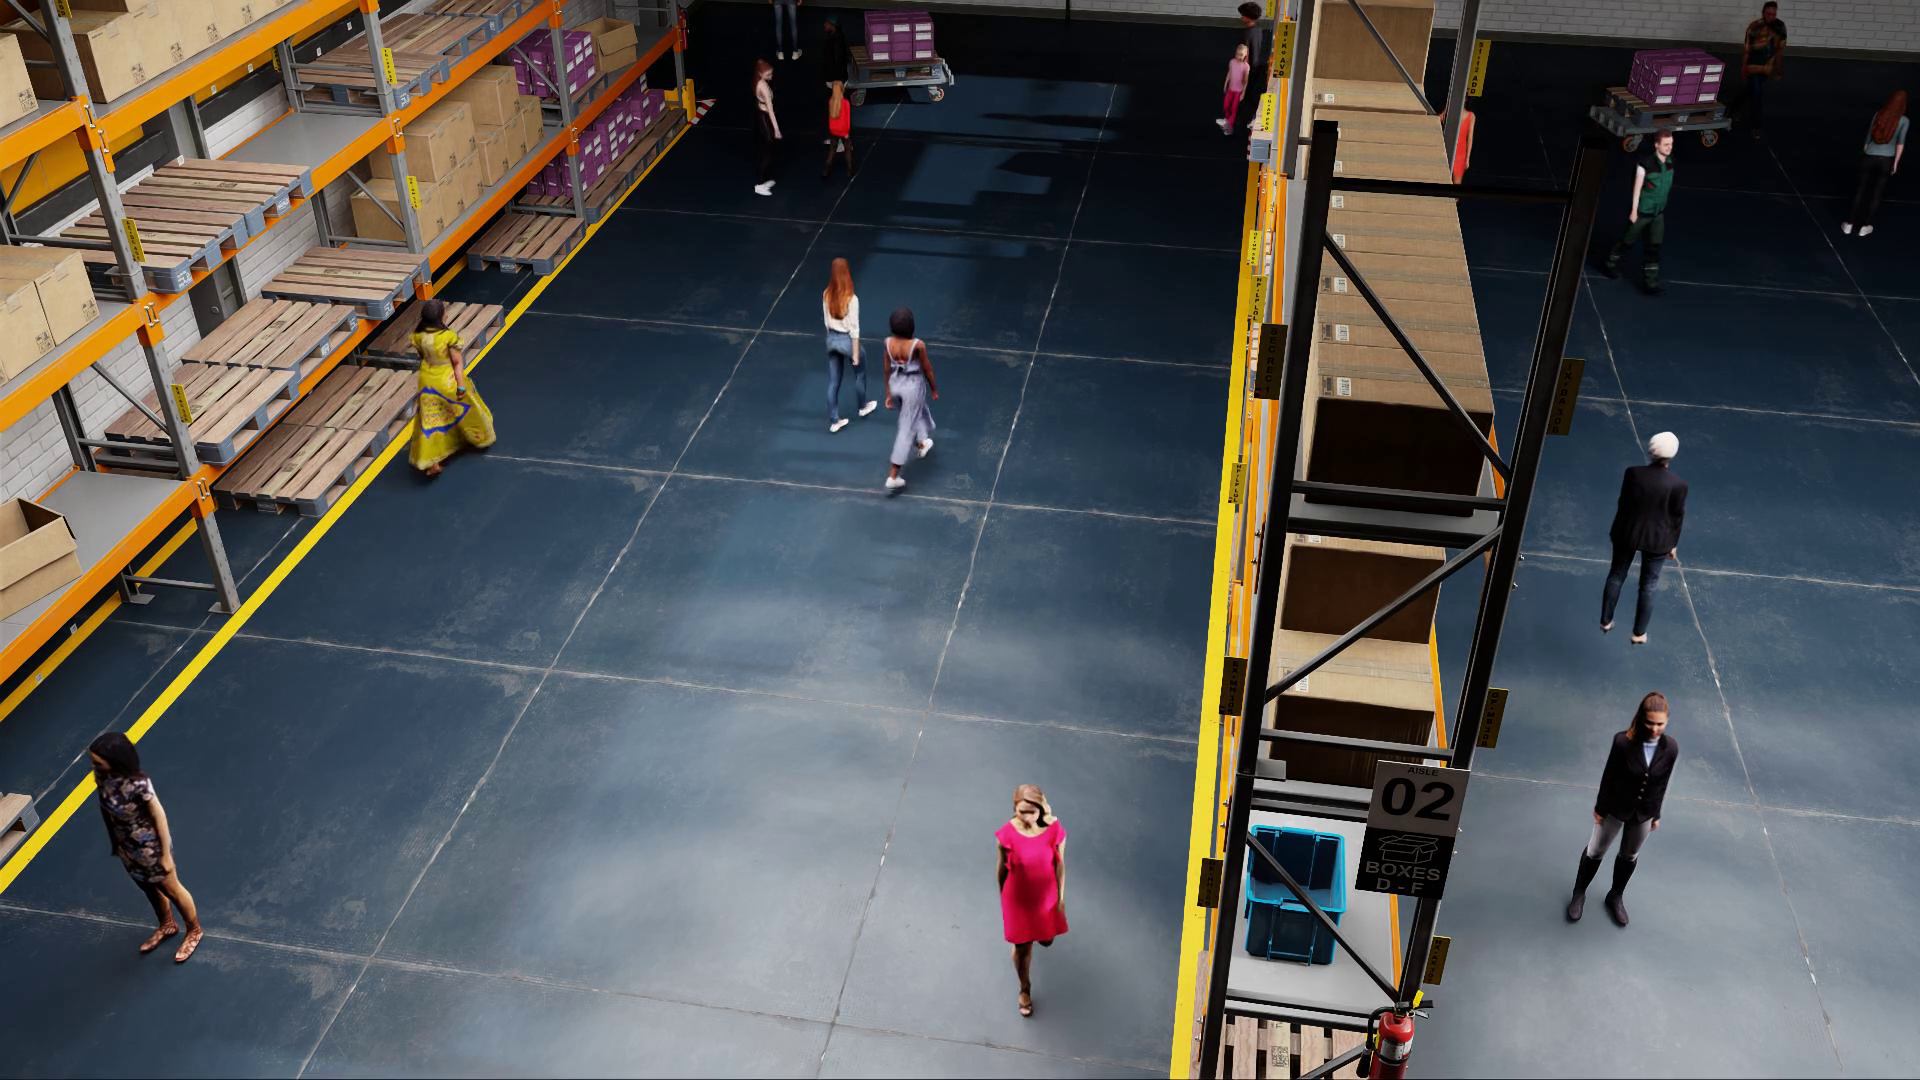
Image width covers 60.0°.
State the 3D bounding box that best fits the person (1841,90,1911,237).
[{"bbox_3d":[10.828,-4.454,19.638,0.642,1.739,0.638,19,38,27],"label":"person"}]

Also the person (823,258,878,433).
[{"bbox_3d":[-1.143,-1.793,15.663,0.775,1.707,0.961,19,38,26],"label":"person"}]

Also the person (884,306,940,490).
[{"bbox_3d":[-0.505,-1.239,14.885,0.848,1.647,1.237,17,37,24],"label":"person"}]

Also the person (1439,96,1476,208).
[{"bbox_3d":[5.879,-4.603,19.895,0.639,1.702,0.822,7,34,11],"label":"person"}]

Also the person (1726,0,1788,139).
[{"bbox_3d":[10.820,-6.447,22.616,0.943,1.760,1.306,-5,34,-8],"label":"person"}]

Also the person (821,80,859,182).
[{"bbox_3d":[-1.569,-5.193,21.179,0.615,1.263,0.885,12,35,17],"label":"person"}]

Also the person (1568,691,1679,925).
[{"bbox_3d":[4.172,1.689,10.404,0.553,1.729,0.543,4,34,7],"label":"person"}]

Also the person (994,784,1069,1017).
[{"bbox_3d":[0.419,2.055,9.876,0.736,1.706,0.926,-3,34,-4],"label":"person"}]

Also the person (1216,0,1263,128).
[{"bbox_3d":[3.948,-6.400,22.549,0.907,1.758,0.936,23,40,30],"label":"person"}]

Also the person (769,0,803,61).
[{"bbox_3d":[-2.674,-8.256,25.254,0.723,1.853,0.649,-2,34,-3],"label":"person"}]

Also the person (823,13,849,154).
[{"bbox_3d":[-1.630,-6.049,21.967,0.810,1.817,0.661,-8,35,-12],"label":"person"}]

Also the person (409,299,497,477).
[{"bbox_3d":[-4.728,-1.348,15.076,0.753,1.617,1.302,6,34,8],"label":"person"}]

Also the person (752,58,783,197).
[{"bbox_3d":[-2.452,-5.200,20.766,0.863,1.732,0.736,-22,39,-29],"label":"person"}]

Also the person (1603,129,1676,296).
[{"bbox_3d":[7.533,-3.660,18.389,1.067,1.798,1.261,-13,36,-18],"label":"person"}]

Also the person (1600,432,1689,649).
[{"bbox_3d":[5.017,-0.005,12.114,0.810,1.781,0.735,22,39,29],"label":"person"}]

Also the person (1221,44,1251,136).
[{"bbox_3d":[3.784,-6.146,22.619,0.626,1.257,0.657,26,42,34],"label":"person"}]

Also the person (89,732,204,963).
[{"bbox_3d":[-4.979,1.850,10.157,0.641,1.735,0.594,13,36,19],"label":"person"}]
